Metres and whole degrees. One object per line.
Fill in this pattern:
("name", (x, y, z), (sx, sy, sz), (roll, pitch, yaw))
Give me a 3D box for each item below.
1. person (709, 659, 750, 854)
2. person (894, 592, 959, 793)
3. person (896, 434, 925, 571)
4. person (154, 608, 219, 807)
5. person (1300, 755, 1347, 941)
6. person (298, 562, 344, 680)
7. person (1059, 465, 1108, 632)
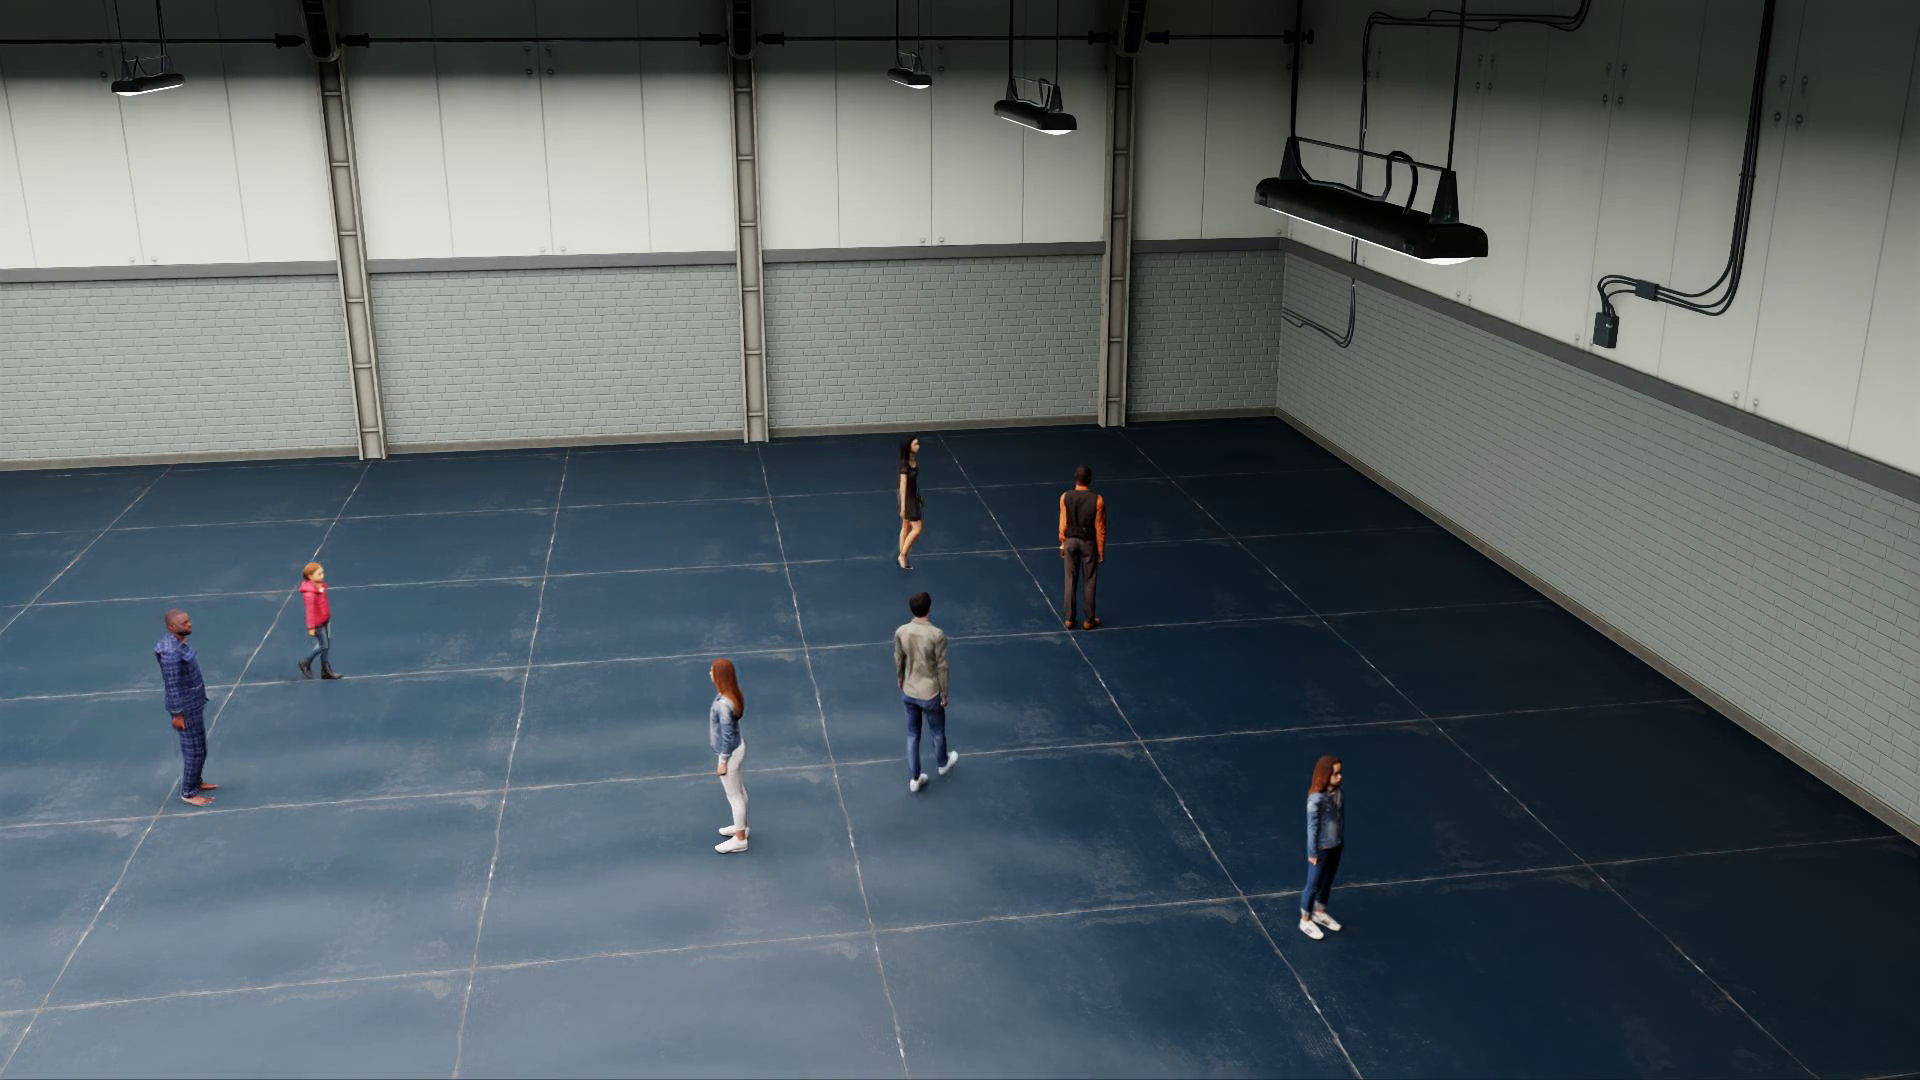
("person", (-1.918, 1.791, 13.950), (0.565, 1.700, 0.649), (0, 18, -1))
("person", (-0.378, 1.394, 14.933), (1.027, 1.848, 1.050), (8, 20, 23))
("person", (-0.734, -0.456, 20.723), (0.687, 1.780, 0.683), (2, 18, 7))
("person", (-6.923, 1.451, 14.812), (0.609, 1.814, 0.704), (-7, 19, -20))
("person", (2.777, 2.319, 12.694), (0.594, 1.475, 0.688), (-16, 24, -41))
("person", (-6.783, 0.859, 17.446), (0.712, 1.308, 0.595), (1, 18, 4))
("person", (1.377, 0.079, 18.873), (0.718, 1.908, 0.852), (5, 19, 16))
